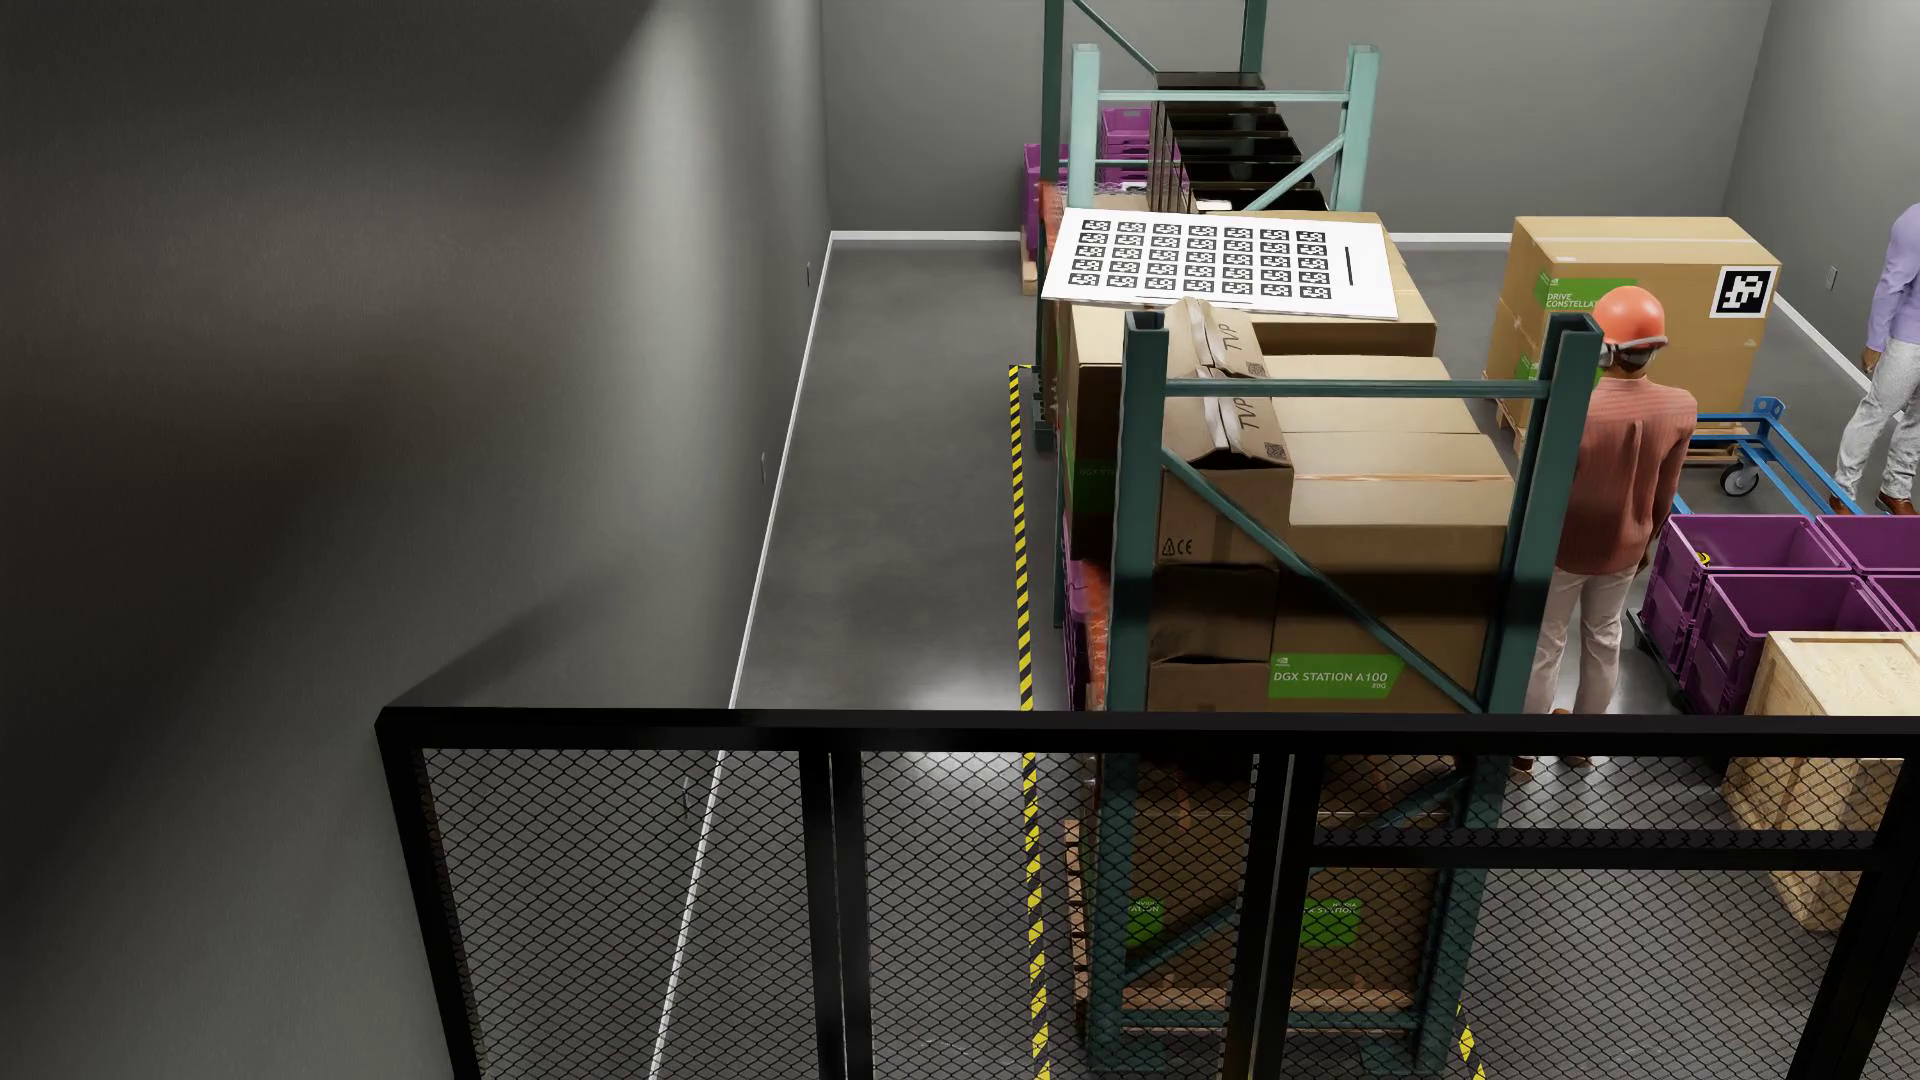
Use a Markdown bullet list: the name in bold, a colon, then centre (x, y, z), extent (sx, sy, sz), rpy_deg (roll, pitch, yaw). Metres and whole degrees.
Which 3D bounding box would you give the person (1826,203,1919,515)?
- **person**: centre (4.536, -0.937, 7.770), extent (0.635, 1.937, 0.355), rpy_deg (-1, 31, -2)

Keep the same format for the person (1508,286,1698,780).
- **person**: centre (2.309, 0.009, 6.147), extent (0.612, 1.994, 0.382), rpy_deg (-7, 32, -12)
